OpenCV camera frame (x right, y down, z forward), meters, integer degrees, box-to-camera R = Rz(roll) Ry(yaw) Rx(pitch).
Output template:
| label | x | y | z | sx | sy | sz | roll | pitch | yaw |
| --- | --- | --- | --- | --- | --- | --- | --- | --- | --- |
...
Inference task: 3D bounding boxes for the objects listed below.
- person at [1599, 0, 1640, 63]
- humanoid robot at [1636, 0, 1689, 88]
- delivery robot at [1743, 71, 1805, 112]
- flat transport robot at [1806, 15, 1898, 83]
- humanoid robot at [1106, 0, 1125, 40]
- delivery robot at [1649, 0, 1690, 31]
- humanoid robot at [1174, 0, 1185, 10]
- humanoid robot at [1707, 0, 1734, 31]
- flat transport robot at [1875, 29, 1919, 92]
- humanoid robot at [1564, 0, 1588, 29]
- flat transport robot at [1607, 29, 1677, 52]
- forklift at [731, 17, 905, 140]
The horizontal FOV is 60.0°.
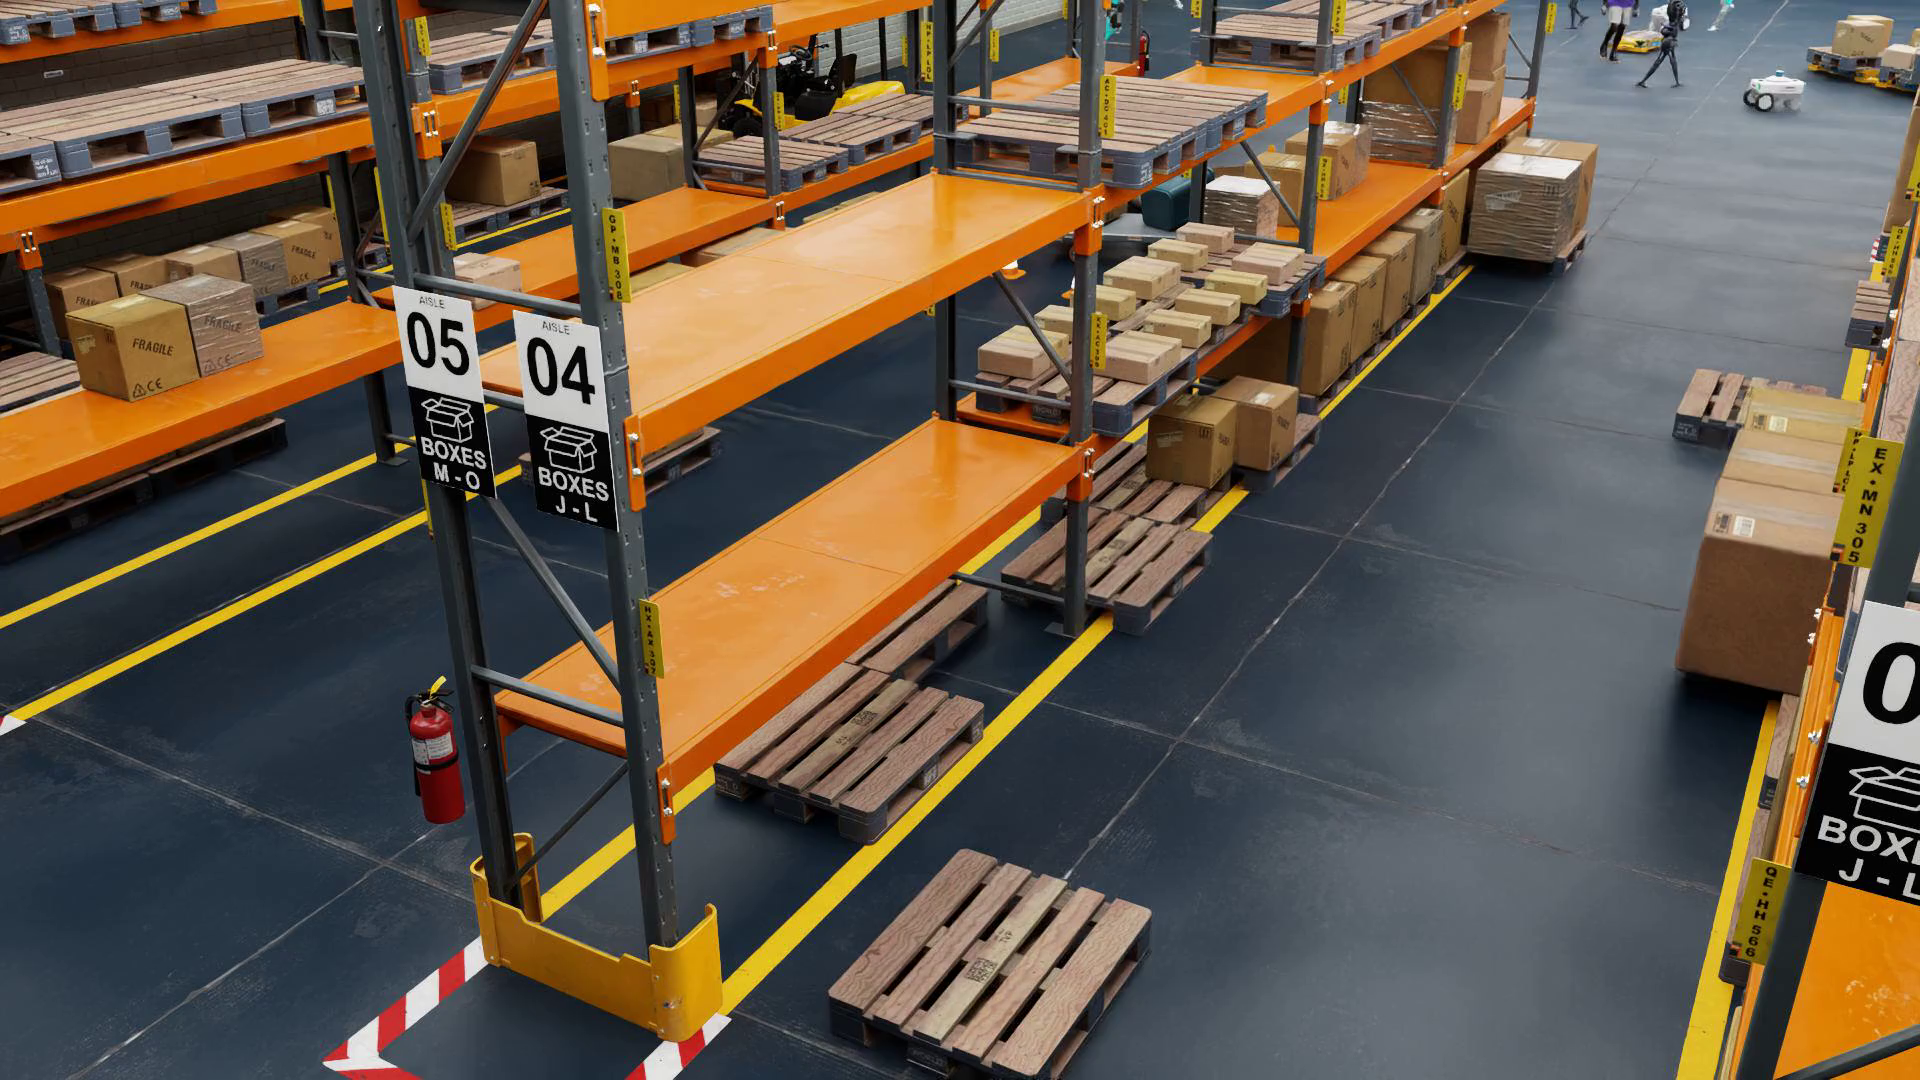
| label | x | y | z | sx | sy | sz | roll | pitch | yaw |
| --- | --- | --- | --- | --- | --- | --- | --- | --- | --- |
| person | 11.314 | -9.139 | 28.393 | 0.630 | 1.942 | 0.428 | -3 | 26 | -7 |
| humanoid robot | 11.279 | -7.993 | 26.388 | 0.815 | 1.622 | 0.611 | 7 | 27 | 14 |
| delivery robot | 12.268 | -6.760 | 25.058 | 0.769 | 0.594 | 0.499 | 0 | 26 | 1 |
| flat transport robot | 14.774 | -7.757 | 27.460 | 0.659 | 0.231 | 1.431 | -5 | 26 | -11 |
| humanoid robot | 2.335 | -8.493 | 27.270 | 0.736 | 1.758 | 0.538 | -14 | 29 | -27 |
| delivery robot | 13.587 | -10.019 | 31.834 | 0.775 | 0.596 | 0.499 | -16 | 30 | -29 |
| humanoid robot | 4.489 | -11.828 | 34.229 | 0.676 | 1.795 | 0.557 | 8 | 27 | 15 |
| humanoid robot | 14.545 | -10.550 | 31.622 | 0.670 | 1.838 | 0.530 | 6 | 26 | 13 |
| flat transport robot | 15.208 | -7.118 | 26.132 | 0.659 | 0.231 | 1.431 | -11 | 28 | -22 |
| humanoid robot | 11.874 | -10.626 | 31.800 | 0.420 | 1.652 | 0.591 | 11 | 28 | 21 |
| flat transport robot | 12.369 | -9.034 | 30.113 | 1.431 | 0.231 | 0.659 | -23 | 34 | -40 |
| forklift | -1.819 | -5.975 | 21.543 | 2.313 | 2.155 | 1.214 | 14 | 29 | 26 |
